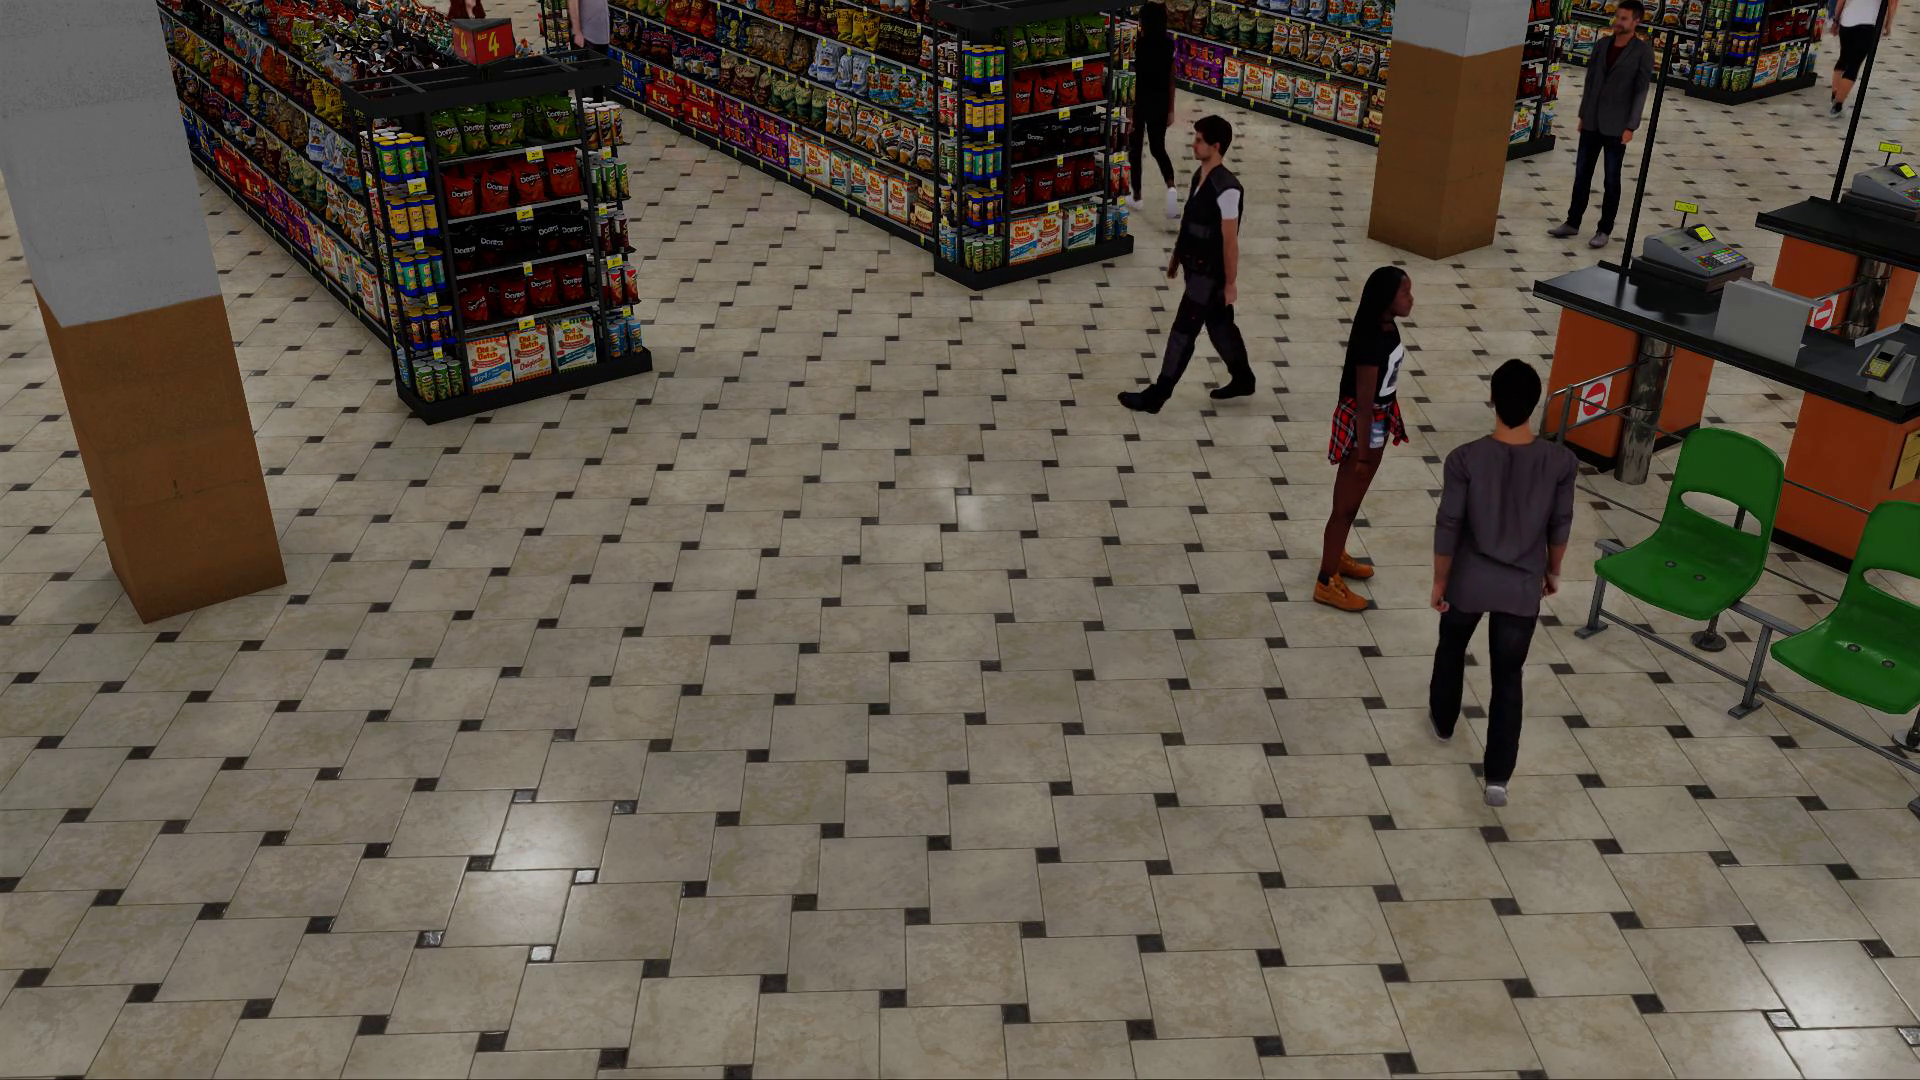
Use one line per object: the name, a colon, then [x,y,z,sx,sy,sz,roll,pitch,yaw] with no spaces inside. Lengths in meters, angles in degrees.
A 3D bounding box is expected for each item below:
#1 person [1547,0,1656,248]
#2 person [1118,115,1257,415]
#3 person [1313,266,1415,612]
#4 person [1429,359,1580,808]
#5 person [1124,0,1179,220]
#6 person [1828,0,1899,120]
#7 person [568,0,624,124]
person: [5.022,-3.236,12.908,0.751,1.875,0.549,-21,35,-34]
person: [1.574,-1.613,10.013,1.052,1.801,1.209,-6,29,-11]
person: [1.942,-0.501,8.056,0.750,1.723,0.706,10,30,17]
person: [2.157,0.205,6.661,1.145,1.821,1.171,7,29,12]
person: [1.556,-3.434,13.445,0.792,1.707,1.126,-10,30,-17]
person: [8.788,-5.050,16.275,0.825,1.832,0.915,-25,37,-38]
person: [-3.546,-4.889,15.976,0.792,1.837,0.768,9,30,17]
